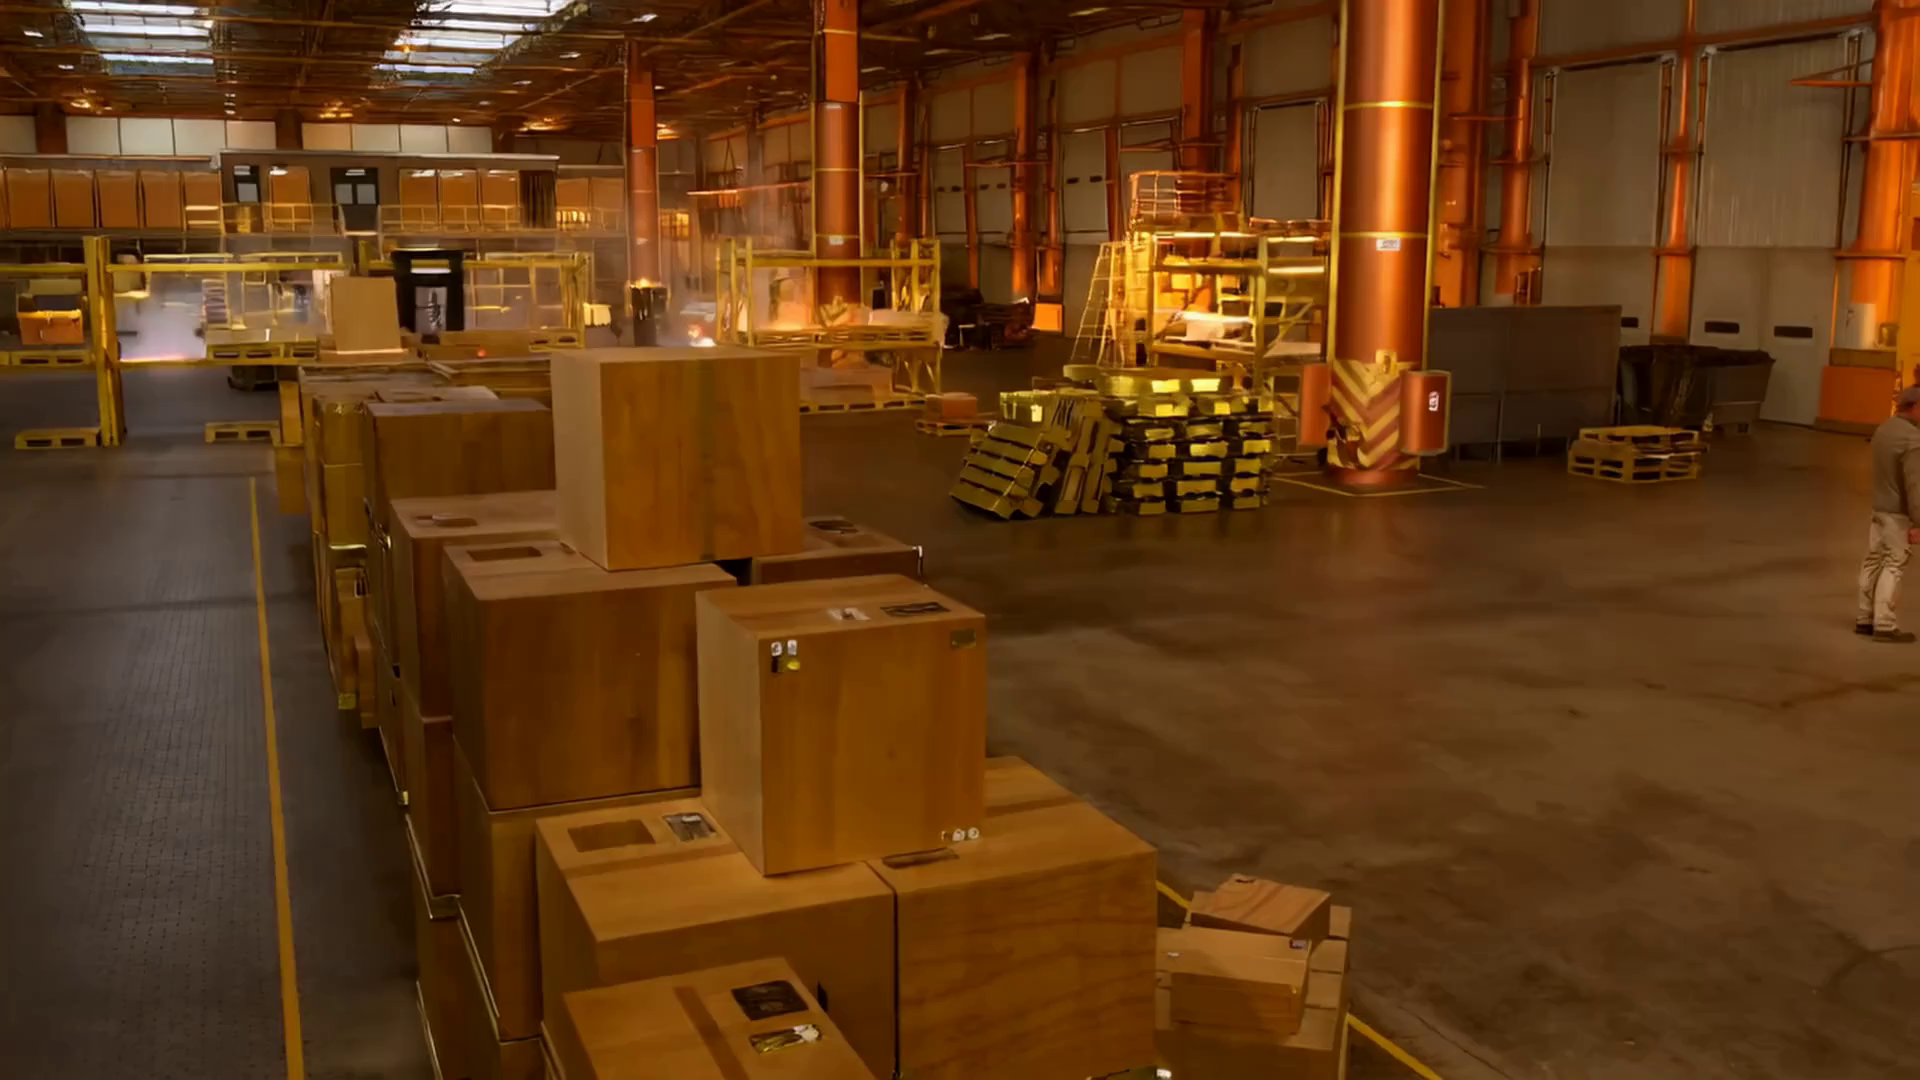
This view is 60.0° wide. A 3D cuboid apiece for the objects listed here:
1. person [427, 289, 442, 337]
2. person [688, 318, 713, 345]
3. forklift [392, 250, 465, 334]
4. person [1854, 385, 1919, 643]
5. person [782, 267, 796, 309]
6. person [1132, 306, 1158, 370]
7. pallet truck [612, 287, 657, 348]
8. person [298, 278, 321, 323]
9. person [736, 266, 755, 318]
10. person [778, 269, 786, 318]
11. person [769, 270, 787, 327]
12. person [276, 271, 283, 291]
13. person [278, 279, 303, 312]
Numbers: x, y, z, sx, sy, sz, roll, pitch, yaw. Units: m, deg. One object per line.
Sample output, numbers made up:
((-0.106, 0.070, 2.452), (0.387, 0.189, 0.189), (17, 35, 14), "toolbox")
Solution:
((-14.064, -5.999, 44.504), (0.358, 1.882, 0.574), (-8, 13, -36), "person")
((-3.494, -2.022, 22.424), (0.370, 1.941, 0.627), (-6, 12, -31), "person")
((-7.415, -2.676, 23.434), (1.129, 2.768, 1.873), (1, 10, 8), "forklift")
((6.961, -0.191, 12.378), (0.368, 1.929, 0.637), (0, 10, 2), "person")
((-7.397, -10.829, 71.356), (0.624, 1.810, 0.897), (-7, 13, -35), "person")
((2.972, -2.927, 27.520), (0.625, 1.911, 0.599), (5, 12, 27), "person")
((-6.464, -4.406, 35.401), (0.823, 1.965, 1.885), (6, 12, 32), "pallet truck")
((-19.113, -6.783, 48.949), (0.962, 1.834, 0.592), (3, 11, 15), "person")
((-7.956, -9.072, 61.199), (0.586, 1.979, 0.620), (-4, 11, -21), "person")
((-6.897, -9.393, 63.365), (0.726, 1.834, 0.577), (8, 13, 38), "person")
((-6.199, -8.160, 56.277), (0.627, 1.927, 0.558), (9, 13, 40), "person")
((-22.198, -7.813, 54.408), (0.391, 1.917, 0.593), (0, 10, 2), "person")
((-16.212, -5.294, 40.181), (0.536, 2.000, 0.688), (3, 11, 14), "person")
